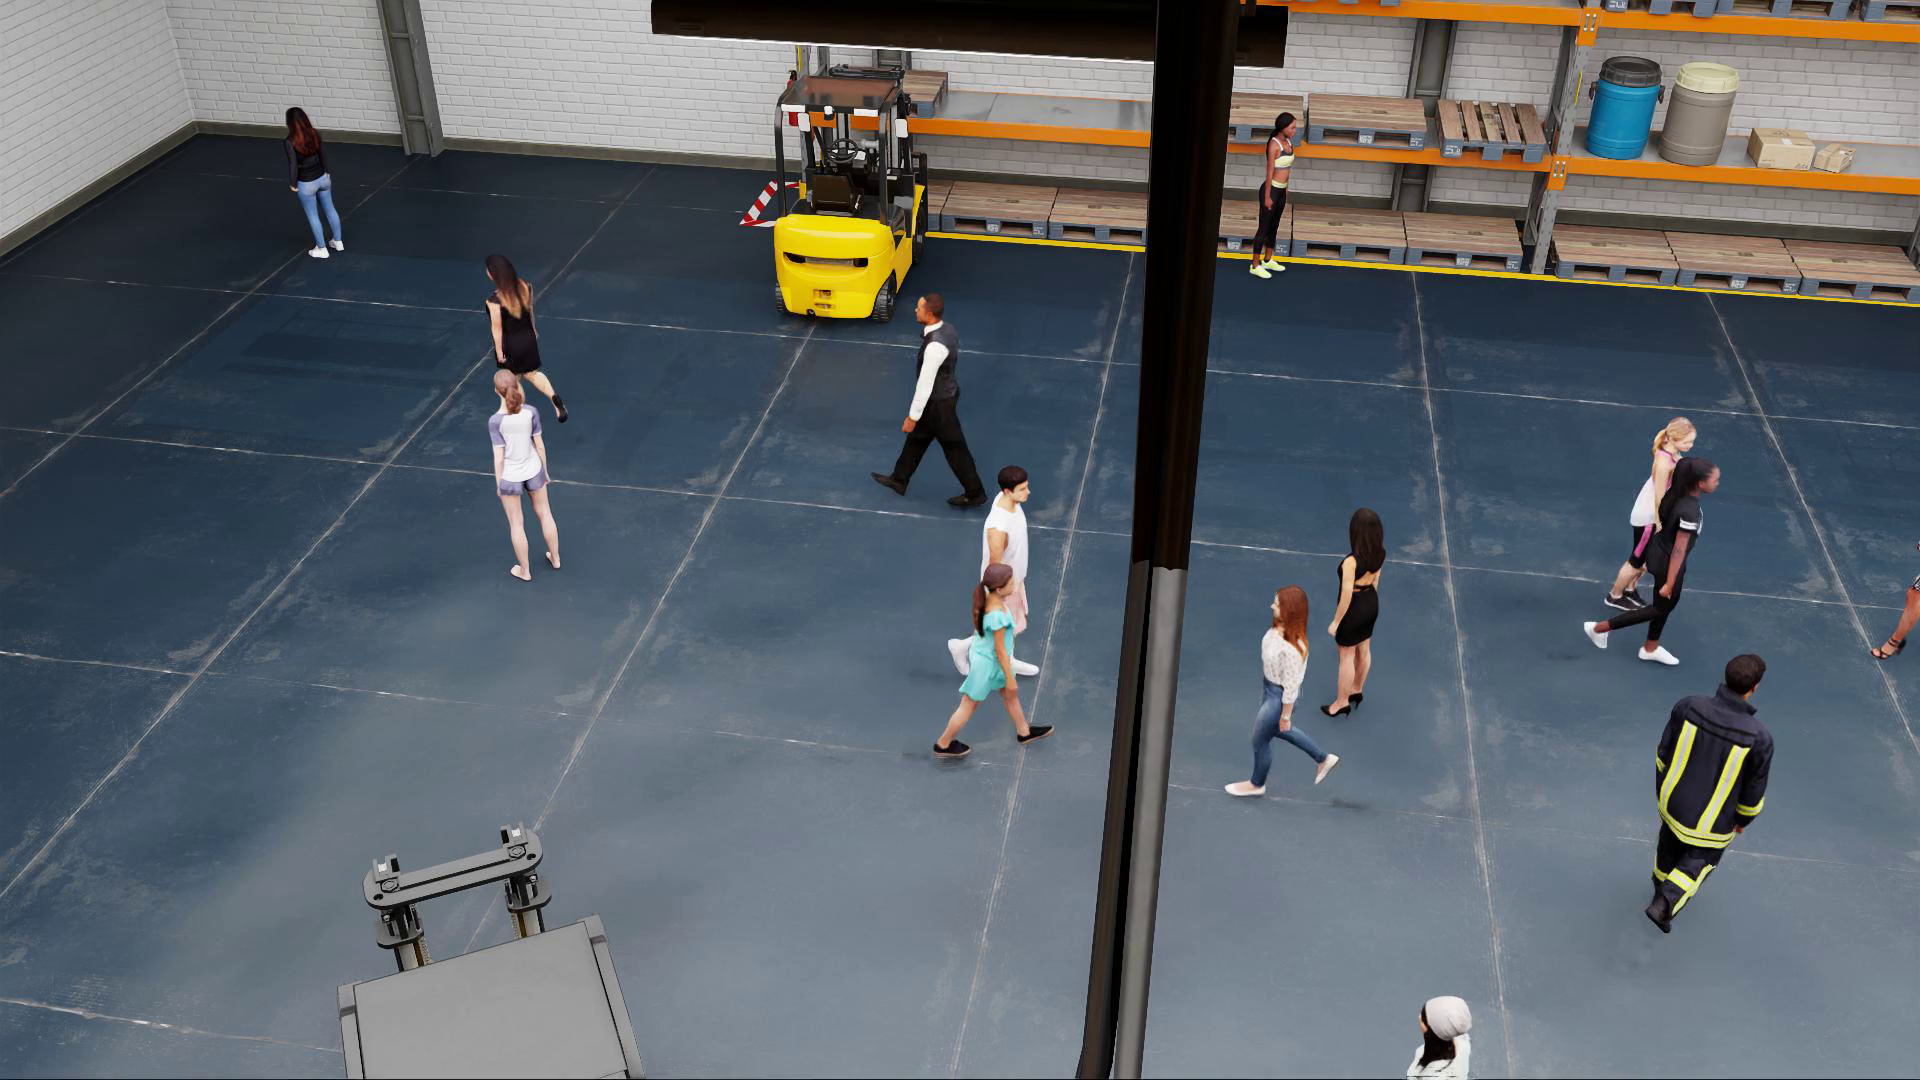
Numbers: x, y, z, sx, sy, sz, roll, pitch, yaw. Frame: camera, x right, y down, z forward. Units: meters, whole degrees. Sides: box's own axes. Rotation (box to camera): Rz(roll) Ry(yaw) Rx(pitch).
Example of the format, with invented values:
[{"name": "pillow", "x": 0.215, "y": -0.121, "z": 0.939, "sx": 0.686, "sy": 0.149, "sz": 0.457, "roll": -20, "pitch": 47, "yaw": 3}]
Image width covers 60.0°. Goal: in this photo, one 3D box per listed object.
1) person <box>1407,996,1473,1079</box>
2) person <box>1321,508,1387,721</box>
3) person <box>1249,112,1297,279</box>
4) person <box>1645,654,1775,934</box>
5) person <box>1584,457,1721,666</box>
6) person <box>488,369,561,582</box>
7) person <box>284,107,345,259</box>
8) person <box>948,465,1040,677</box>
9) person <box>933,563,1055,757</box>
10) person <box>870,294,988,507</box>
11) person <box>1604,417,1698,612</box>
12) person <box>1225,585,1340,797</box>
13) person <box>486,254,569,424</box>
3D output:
[{"name": "person", "x": 2.281, "y": 2.762, "z": 7.860, "sx": 0.817, "sy": 1.635, "sz": 0.729, "roll": 17, "pitch": 37, "yaw": 23}, {"name": "person", "x": 2.685, "y": 0.509, "z": 11.238, "sx": 0.620, "sy": 1.648, "sz": 0.669, "roll": -24, "pitch": 40, "yaw": -31}, {"name": "person", "x": 3.259, "y": -3.613, "z": 17.345, "sx": 0.662, "sy": 1.754, "sz": 0.640, "roll": 26, "pitch": 41, "yaw": 33}, {"name": "person", "x": 4.219, "y": 1.490, "z": 9.523, "sx": 1.125, "sy": 1.914, "sz": 1.083, "roll": -28, "pitch": 43, "yaw": -36}, {"name": "person", "x": 4.892, "y": 0.164, "z": 11.703, "sx": 0.958, "sy": 1.709, "sz": 0.702, "roll": 7, "pitch": 34, "yaw": 10}, {"name": "person", "x": -3.342, "y": -0.498, "z": 12.646, "sx": 0.677, "sy": 1.766, "sz": 0.731, "roll": -23, "pitch": 40, "yaw": -31}, {"name": "person", "x": -6.932, "y": -3.838, "z": 17.787, "sx": 0.690, "sy": 1.638, "sz": 0.707, "roll": 19, "pitch": 38, "yaw": 27}, {"name": "person", "x": 0.226, "y": 0.241, "z": 11.531, "sx": 0.848, "sy": 1.770, "sz": 0.630, "roll": 5, "pitch": 34, "yaw": 8}, {"name": "person", "x": 0.116, "y": 0.825, "z": 10.883, "sx": 1.127, "sy": 1.515, "sz": 0.796, "roll": -6, "pitch": 34, "yaw": -9}, {"name": "person", "x": -0.078, "y": -1.062, "z": 13.403, "sx": 1.223, "sy": 1.868, "sz": 0.734, "roll": 4, "pitch": 34, "yaw": 6}, {"name": "person", "x": 4.961, "y": -0.178, "z": 12.174, "sx": 0.703, "sy": 1.756, "sz": 0.724, "roll": 13, "pitch": 36, "yaw": 19}, {"name": "person", "x": 2.105, "y": 0.984, "z": 10.470, "sx": 0.961, "sy": 1.707, "sz": 0.654, "roll": 4, "pitch": 34, "yaw": 6}, {"name": "person", "x": -3.784, "y": -1.670, "z": 14.472, "sx": 0.995, "sy": 1.696, "sz": 0.860, "roll": 20, "pitch": 39, "yaw": 27}]
